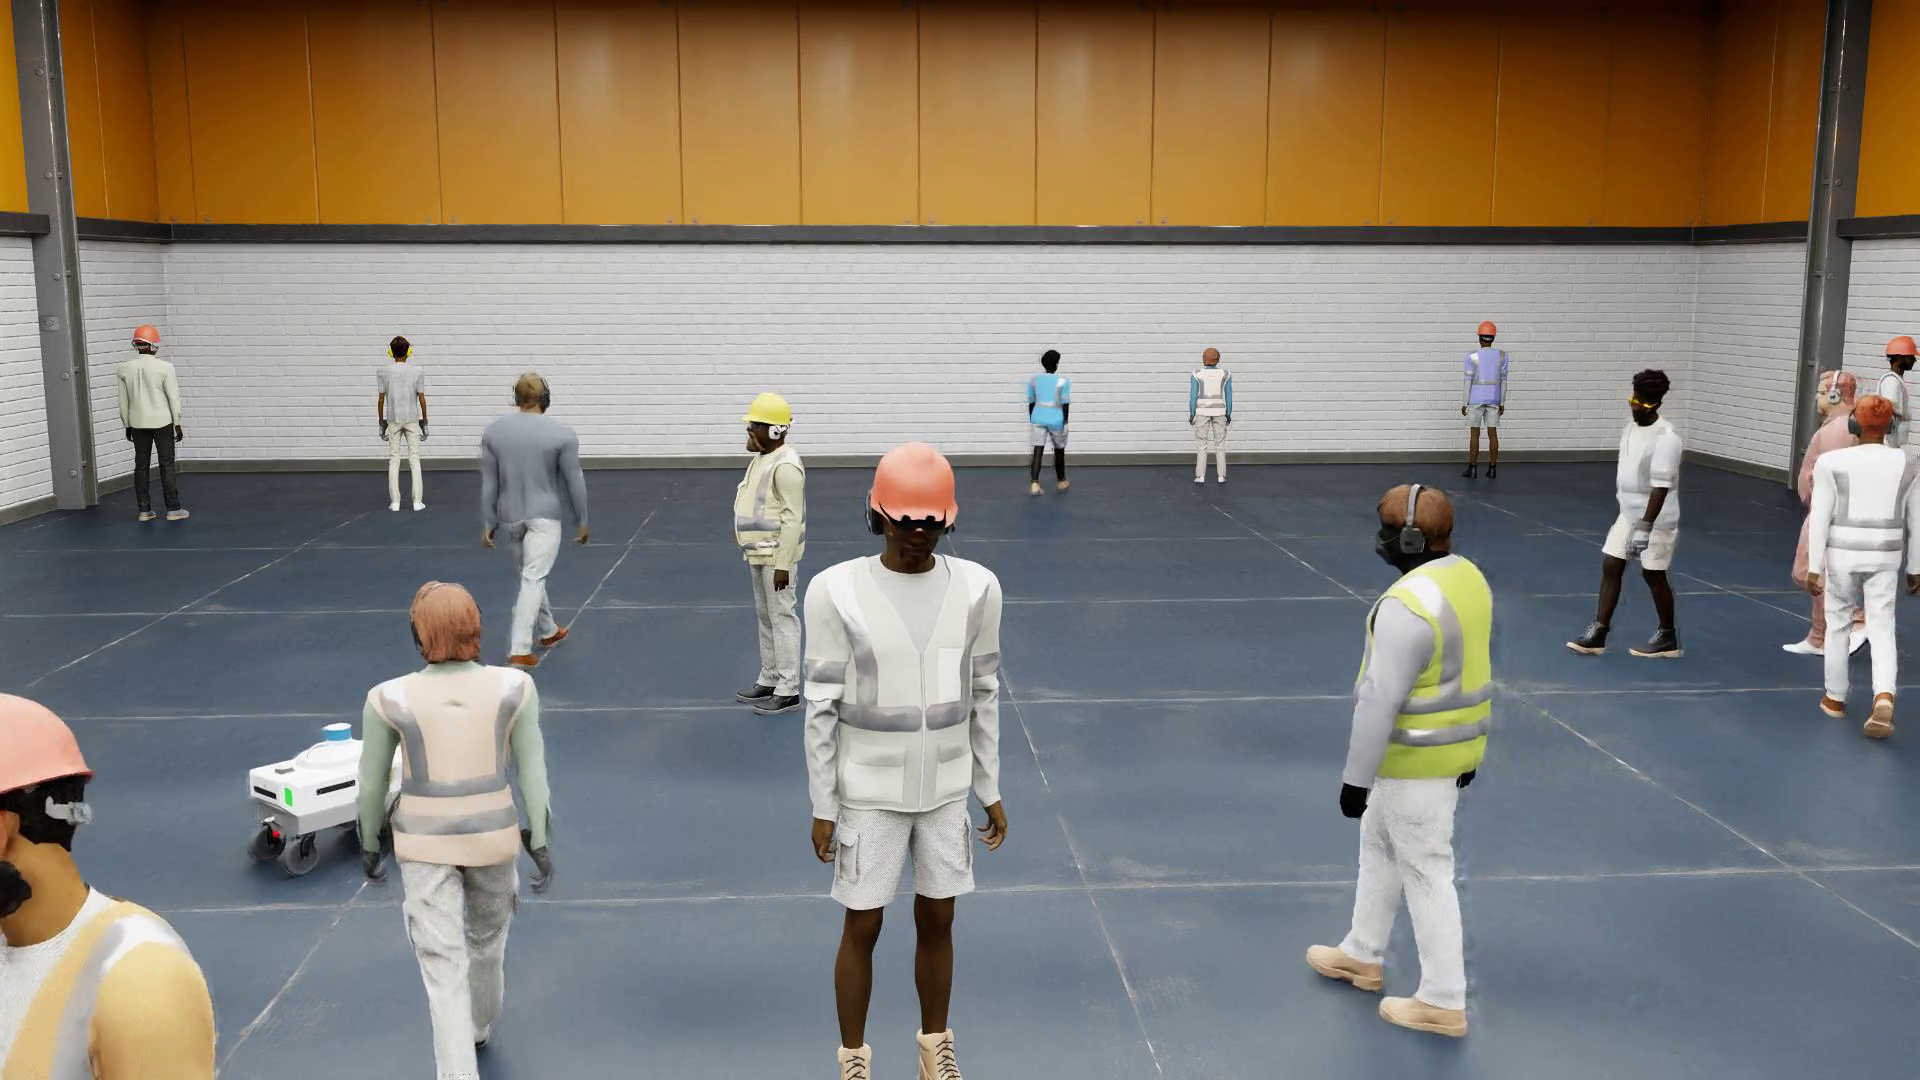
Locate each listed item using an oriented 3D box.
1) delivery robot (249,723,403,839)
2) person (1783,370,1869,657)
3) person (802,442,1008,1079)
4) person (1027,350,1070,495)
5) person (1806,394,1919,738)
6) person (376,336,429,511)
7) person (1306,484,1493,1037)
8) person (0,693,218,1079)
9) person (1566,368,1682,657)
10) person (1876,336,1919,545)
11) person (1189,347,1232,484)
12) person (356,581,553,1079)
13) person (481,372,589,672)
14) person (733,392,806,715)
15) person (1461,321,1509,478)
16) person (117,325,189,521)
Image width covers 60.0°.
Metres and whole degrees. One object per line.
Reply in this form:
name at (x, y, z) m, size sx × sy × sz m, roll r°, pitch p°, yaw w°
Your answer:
delivery robot at (-2.677, 1.038, 7.195) m, size 0.477 × 0.478 × 0.707 m, roll 7°, pitch 12°, yaw 38°
person at (5.691, -0.148, 10.767) m, size 0.517 × 1.891 × 0.638 m, roll 9°, pitch 13°, yaw 44°
person at (-0.144, 0.726, 4.824) m, size 0.605 × 2.033 × 0.391 m, roll -3°, pitch 10°, yaw -21°
person at (1.014, -1.342, 19.004) m, size 0.547 × 1.648 × 0.867 m, roll 4°, pitch 10°, yaw 23°
person at (4.979, 0.132, 9.124) m, size 0.589 × 1.861 × 0.876 m, roll 3°, pitch 9°, yaw 17°
person at (-5.919, -1.233, 17.683) m, size 0.510 × 1.862 × 0.323 m, roll -2°, pitch 9°, yaw -14°
person at (1.419, 0.714, 5.586) m, size 0.784 × 1.812 × 0.650 m, roll 6°, pitch 11°, yaw 35°
person at (-1.288, 1.172, 2.496) m, size 0.571 × 1.897 × 0.362 m, roll 6°, pitch 11°, yaw 32°
person at (4.346, -0.152, 10.728) m, size 0.827 × 1.903 × 0.689 m, roll -2°, pitch 9°, yaw -10°
person at (8.683, -0.925, 15.480) m, size 0.352 × 1.941 × 0.543 m, roll 4°, pitch 10°, yaw 26°
person at (3.004, -1.486, 19.951) m, size 0.523 × 1.636 × 0.310 m, roll 0°, pitch 9°, yaw -2°
person at (-1.533, 0.913, 5.023) m, size 0.539 × 1.593 × 0.871 m, roll -4°, pitch 10°, yaw -26°
person at (-2.740, -0.132, 10.713) m, size 0.651 × 1.884 × 1.034 m, roll 2°, pitch 9°, yaw 11°
person at (-1.092, 0.073, 9.542) m, size 0.403 × 1.836 × 0.591 m, roll -4°, pitch 10°, yaw -24°
person at (6.449, -1.721, 20.491) m, size 0.545 × 1.938 × 0.361 m, roll 0°, pitch 9°, yaw -1°
person at (-8.230, -1.187, 16.955) m, size 0.608 × 1.995 × 0.377 m, roll 0°, pitch 9°, yaw -2°
